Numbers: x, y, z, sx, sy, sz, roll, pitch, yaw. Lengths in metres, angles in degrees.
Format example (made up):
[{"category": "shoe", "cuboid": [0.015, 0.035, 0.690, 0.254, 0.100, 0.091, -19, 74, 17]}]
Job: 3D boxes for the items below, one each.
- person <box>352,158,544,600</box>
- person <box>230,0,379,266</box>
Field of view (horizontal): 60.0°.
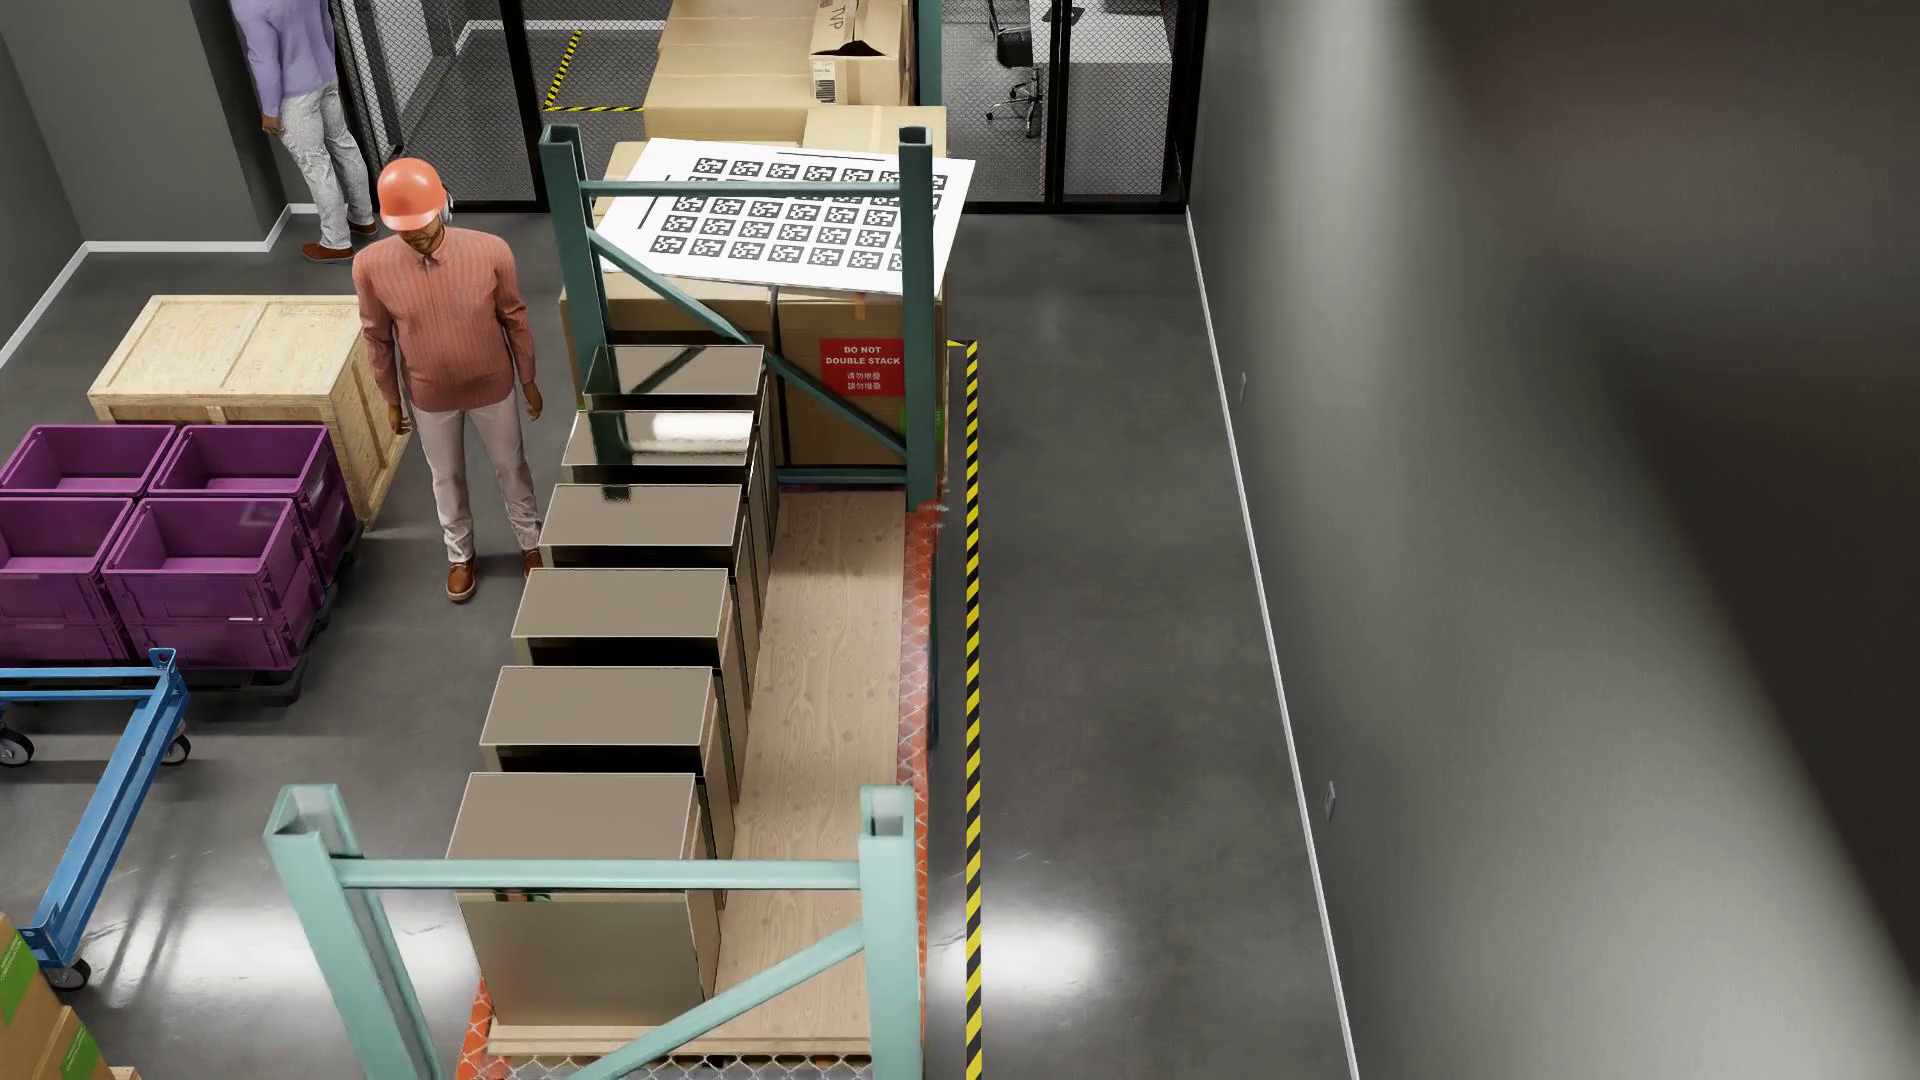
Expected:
[{"category": "person", "cuboid": [-1.963, -0.600, 6.530, 0.623, 1.992, 0.396, -9, 42, -11]}, {"category": "person", "cuboid": [-3.398, -2.336, 8.561, 0.372, 1.935, 0.632, 11, 42, 12]}]
